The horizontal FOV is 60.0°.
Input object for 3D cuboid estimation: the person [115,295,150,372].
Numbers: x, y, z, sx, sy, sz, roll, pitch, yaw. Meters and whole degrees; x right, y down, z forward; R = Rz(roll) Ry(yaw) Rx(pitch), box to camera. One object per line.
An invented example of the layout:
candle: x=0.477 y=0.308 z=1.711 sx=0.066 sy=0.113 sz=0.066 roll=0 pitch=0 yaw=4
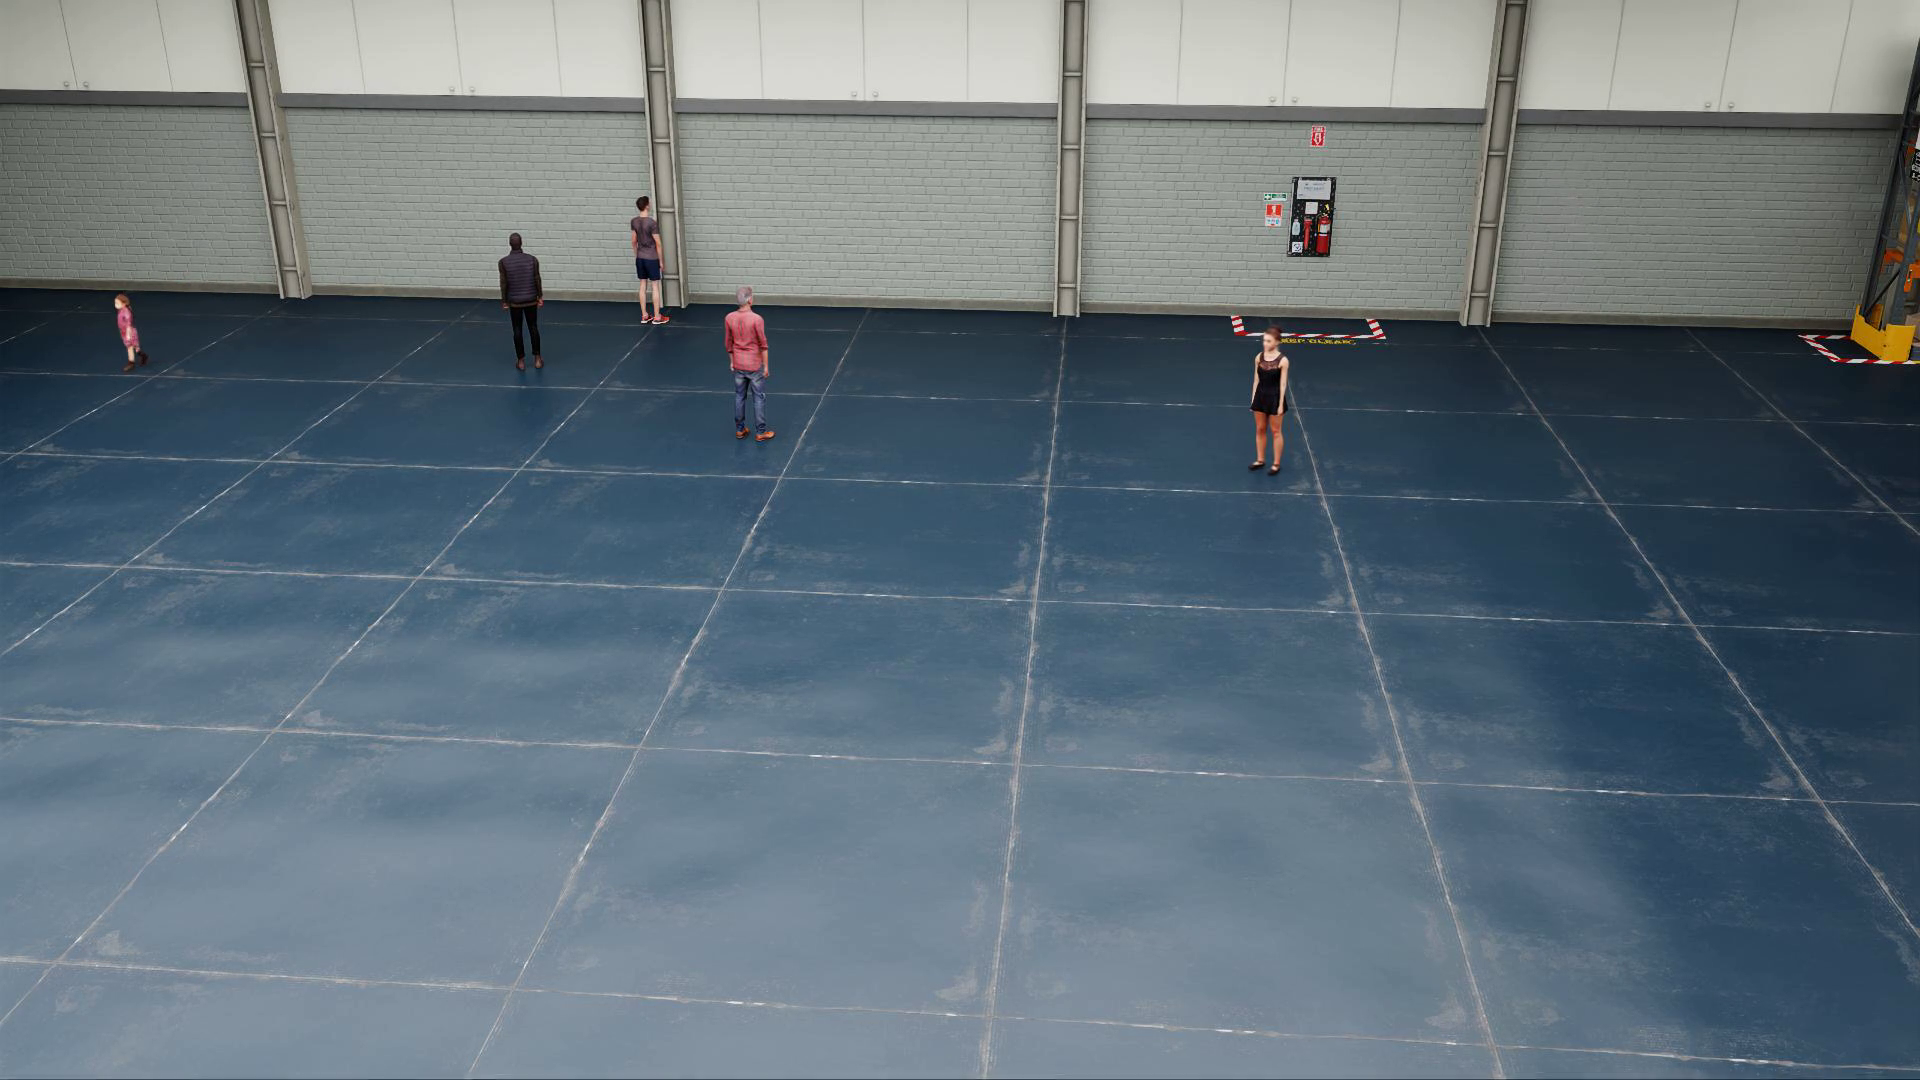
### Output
person: x=-11.086 y=-2.783 z=22.237 sx=0.666 sy=1.017 sz=0.615 roll=-20 pitch=30 yaw=-39

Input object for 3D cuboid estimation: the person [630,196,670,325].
person: x=-4.546 y=-4.074 z=24.205 sx=0.612 sy=1.853 sz=0.777 roll=10 pitch=25 yaw=23

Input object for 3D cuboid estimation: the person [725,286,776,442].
person: x=-2.486 y=-2.076 z=19.533 sx=0.602 sy=1.831 sz=0.801 roll=9 pitch=25 yaw=20

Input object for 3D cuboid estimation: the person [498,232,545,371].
person: x=-5.824 y=-3.184 z=22.132 sx=0.673 sy=1.836 sz=0.831 roll=-8 pitch=24 yaw=-18

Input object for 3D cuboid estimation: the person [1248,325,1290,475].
person: x=3.457 y=-1.566 z=18.531 sx=0.668 sy=1.678 sz=0.748 roll=19 pitch=30 yaw=37
